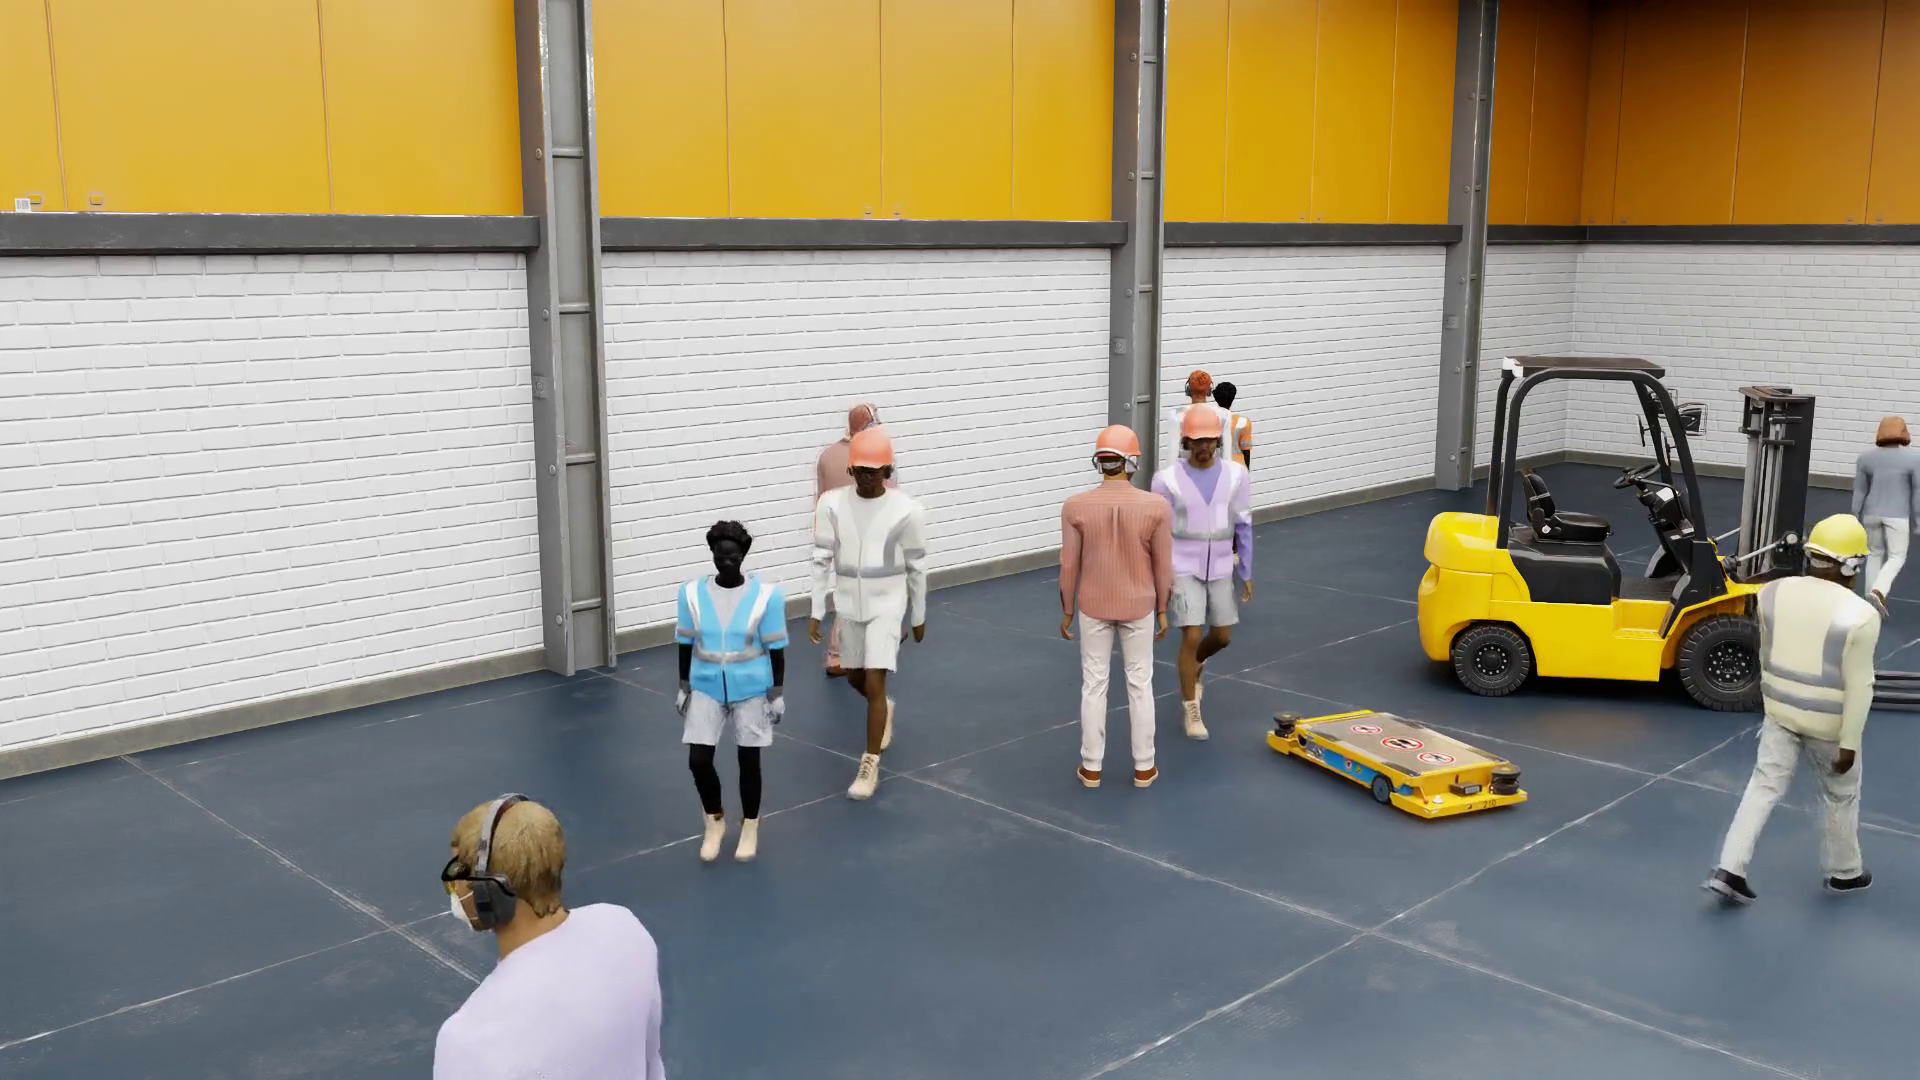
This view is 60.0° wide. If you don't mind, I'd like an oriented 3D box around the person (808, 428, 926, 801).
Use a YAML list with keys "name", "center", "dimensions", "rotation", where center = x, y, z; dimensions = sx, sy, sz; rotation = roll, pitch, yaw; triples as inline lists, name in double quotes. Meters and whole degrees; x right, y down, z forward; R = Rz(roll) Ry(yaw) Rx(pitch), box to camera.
- name: "person"
  center: [-0.466, 0.346, 9.196]
  dimensions: [0.606, 2.004, 0.962]
  rotation: [3, 11, 17]

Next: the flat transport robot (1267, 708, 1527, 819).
- name: "flat transport robot"
  center: [2.390, 1.200, 9.231]
  dimensions: [0.652, 0.197, 1.431]
  rotation: [-5, 11, -24]

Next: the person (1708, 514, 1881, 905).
- name: "person"
  center: [3.790, 0.765, 7.442]
  dimensions: [0.903, 1.799, 0.583]
  rotation: [-6, 12, -31]

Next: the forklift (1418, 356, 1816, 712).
- name: "forklift"
  center: [4.276, -0.101, 11.076]
  dimensions: [2.313, 2.155, 1.214]
  rotation: [2, 11, 13]

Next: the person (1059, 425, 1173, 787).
- name: "person"
  center: [0.848, 0.368, 9.077]
  dimensions: [0.611, 1.990, 0.392]
  rotation: [1, 10, 5]

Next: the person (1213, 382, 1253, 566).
- name: "person"
  center: [2.397, -0.598, 15.170]
  dimensions: [0.530, 1.689, 0.320]
  rotation: [4, 11, 19]

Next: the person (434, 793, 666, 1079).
- name: "person"
  center: [-0.840, 1.443, 3.397]
  dimensions: [0.434, 1.923, 0.658]
  rotation: [3, 11, 18]

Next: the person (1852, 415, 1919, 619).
- name: "person"
  center: [7.235, -0.170, 13.055]
  dimensions: [0.616, 1.608, 0.527]
  rotation: [-9, 14, -40]

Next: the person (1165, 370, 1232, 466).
- name: "person"
  center: [2.002, -0.491, 14.051]
  dimensions: [0.586, 1.882, 0.342]
  rotation: [-2, 11, -11]

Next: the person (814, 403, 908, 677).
- name: "person"
  center: [-0.645, -0.018, 11.568]
  dimensions: [0.667, 1.850, 1.007]
  rotation: [9, 13, 39]

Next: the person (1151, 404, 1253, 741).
- name: "person"
  center: [1.451, 0.158, 10.151]
  dimensions: [0.628, 2.020, 0.739]
  rotation: [-2, 11, -10]

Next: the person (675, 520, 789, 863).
- name: "person"
  center: [-1.088, 0.730, 7.920]
  dimensions: [0.553, 1.678, 0.444]
  rotation: [1, 10, 3]
